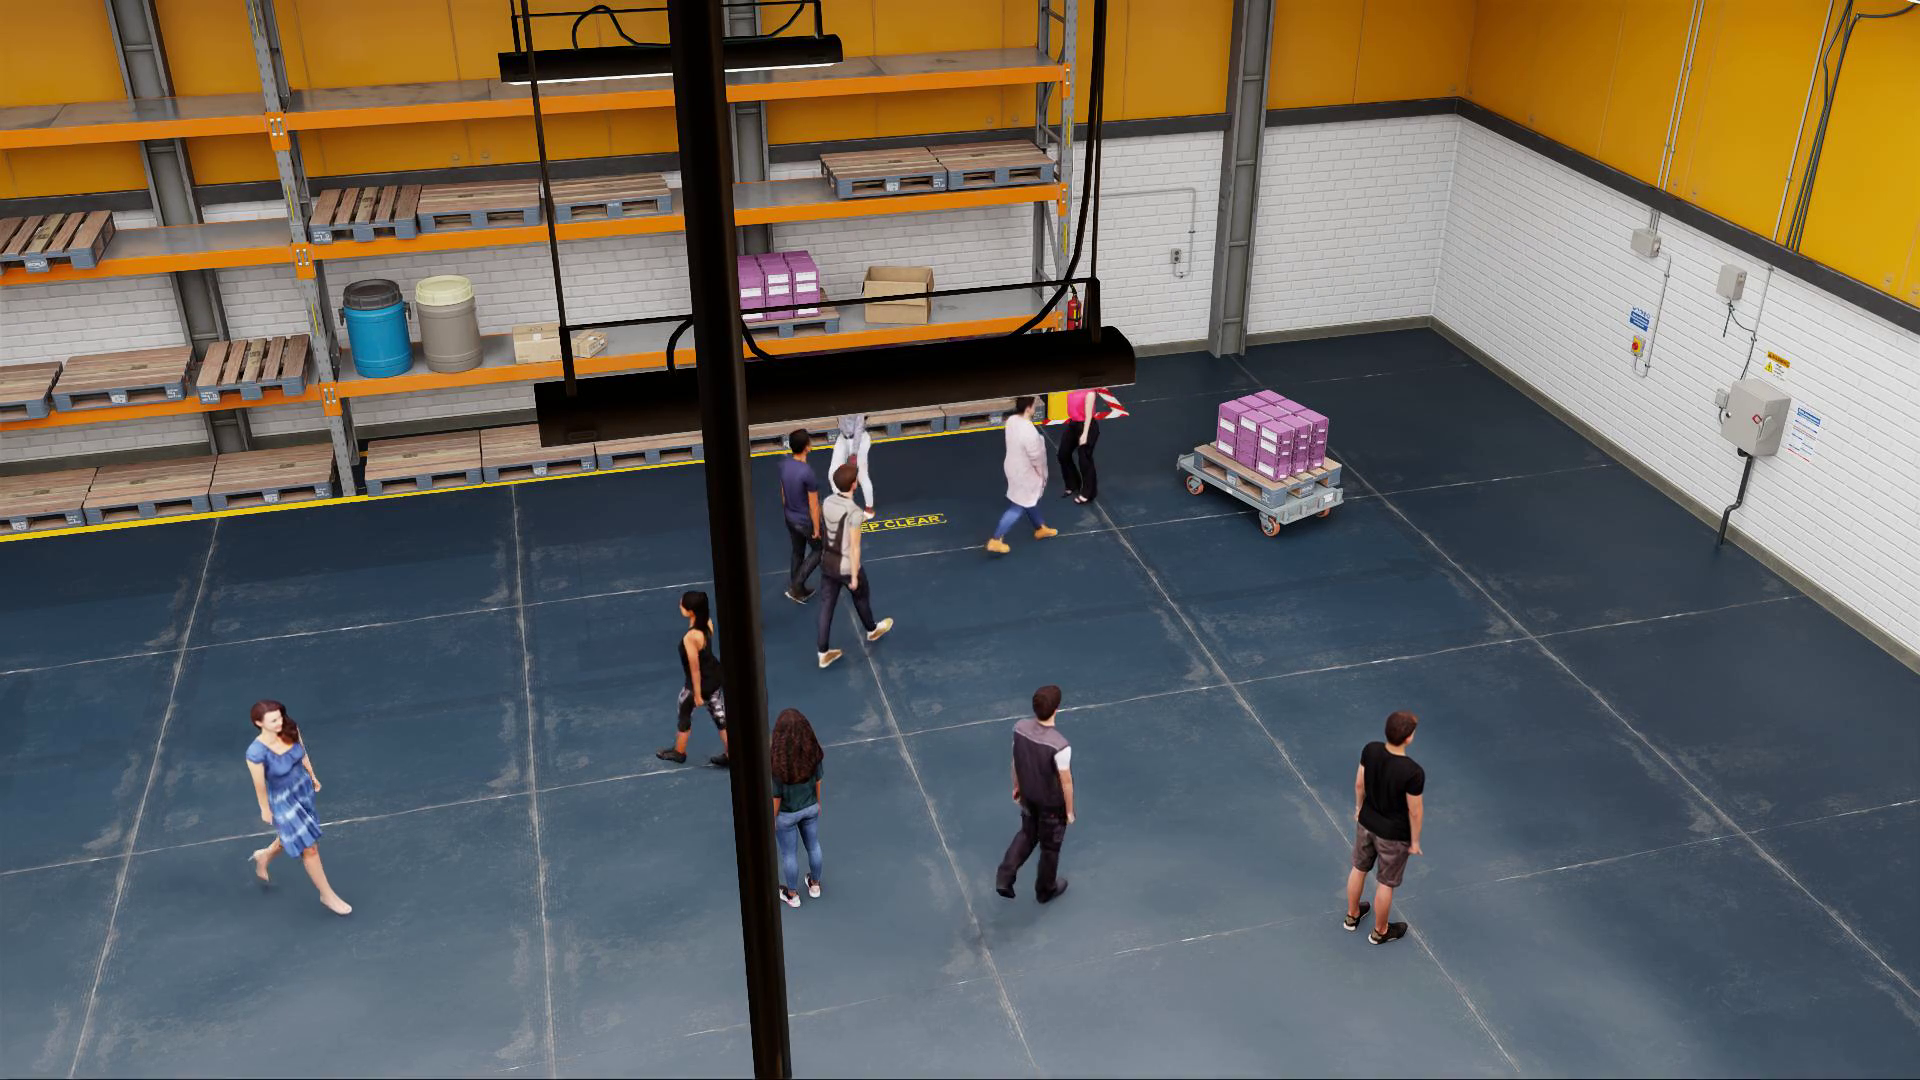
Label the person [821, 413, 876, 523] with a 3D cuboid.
[{"bbox_3d":[-1.010,-0.972,16.990,0.892,1.706,0.762,-18,34,-30],"label":"person"}]

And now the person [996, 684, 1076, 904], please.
[{"bbox_3d":[0.526,1.856,11.669,0.895,1.836,0.995,24,37,37],"label":"person"}]

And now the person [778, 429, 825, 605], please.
[{"bbox_3d":[-1.537,-0.163,15.431,0.816,1.780,0.876,21,35,34],"label":"person"}]

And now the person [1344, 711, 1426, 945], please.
[{"bbox_3d":[2.913,1.959,11.456,0.743,1.861,0.769,-23,36,-36],"label":"person"}]

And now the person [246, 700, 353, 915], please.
[{"bbox_3d":[-4.772,1.863,11.719,1.188,1.778,0.979,6,29,12],"label":"person"}]

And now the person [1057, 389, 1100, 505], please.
[{"bbox_3d":[1.339,-1.142,17.365,0.687,1.646,0.657,-13,31,-23],"label":"person"}]

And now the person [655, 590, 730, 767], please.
[{"bbox_3d":[-1.961,1.132,13.201,1.024,1.641,0.877,7,29,13],"label":"person"}]

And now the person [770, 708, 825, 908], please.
[{"bbox_3d":[-1.164,1.898,11.821,0.619,1.617,0.727,-16,33,-27],"label":"person"}]

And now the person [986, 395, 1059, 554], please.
[{"bbox_3d":[0.557,-0.641,16.386,1.101,1.705,0.733,-10,30,-18],"label":"person"}]

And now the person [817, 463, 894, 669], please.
[{"bbox_3d":[-1.091,0.273,14.567,1.049,1.841,1.190,22,35,34],"label":"person"}]
